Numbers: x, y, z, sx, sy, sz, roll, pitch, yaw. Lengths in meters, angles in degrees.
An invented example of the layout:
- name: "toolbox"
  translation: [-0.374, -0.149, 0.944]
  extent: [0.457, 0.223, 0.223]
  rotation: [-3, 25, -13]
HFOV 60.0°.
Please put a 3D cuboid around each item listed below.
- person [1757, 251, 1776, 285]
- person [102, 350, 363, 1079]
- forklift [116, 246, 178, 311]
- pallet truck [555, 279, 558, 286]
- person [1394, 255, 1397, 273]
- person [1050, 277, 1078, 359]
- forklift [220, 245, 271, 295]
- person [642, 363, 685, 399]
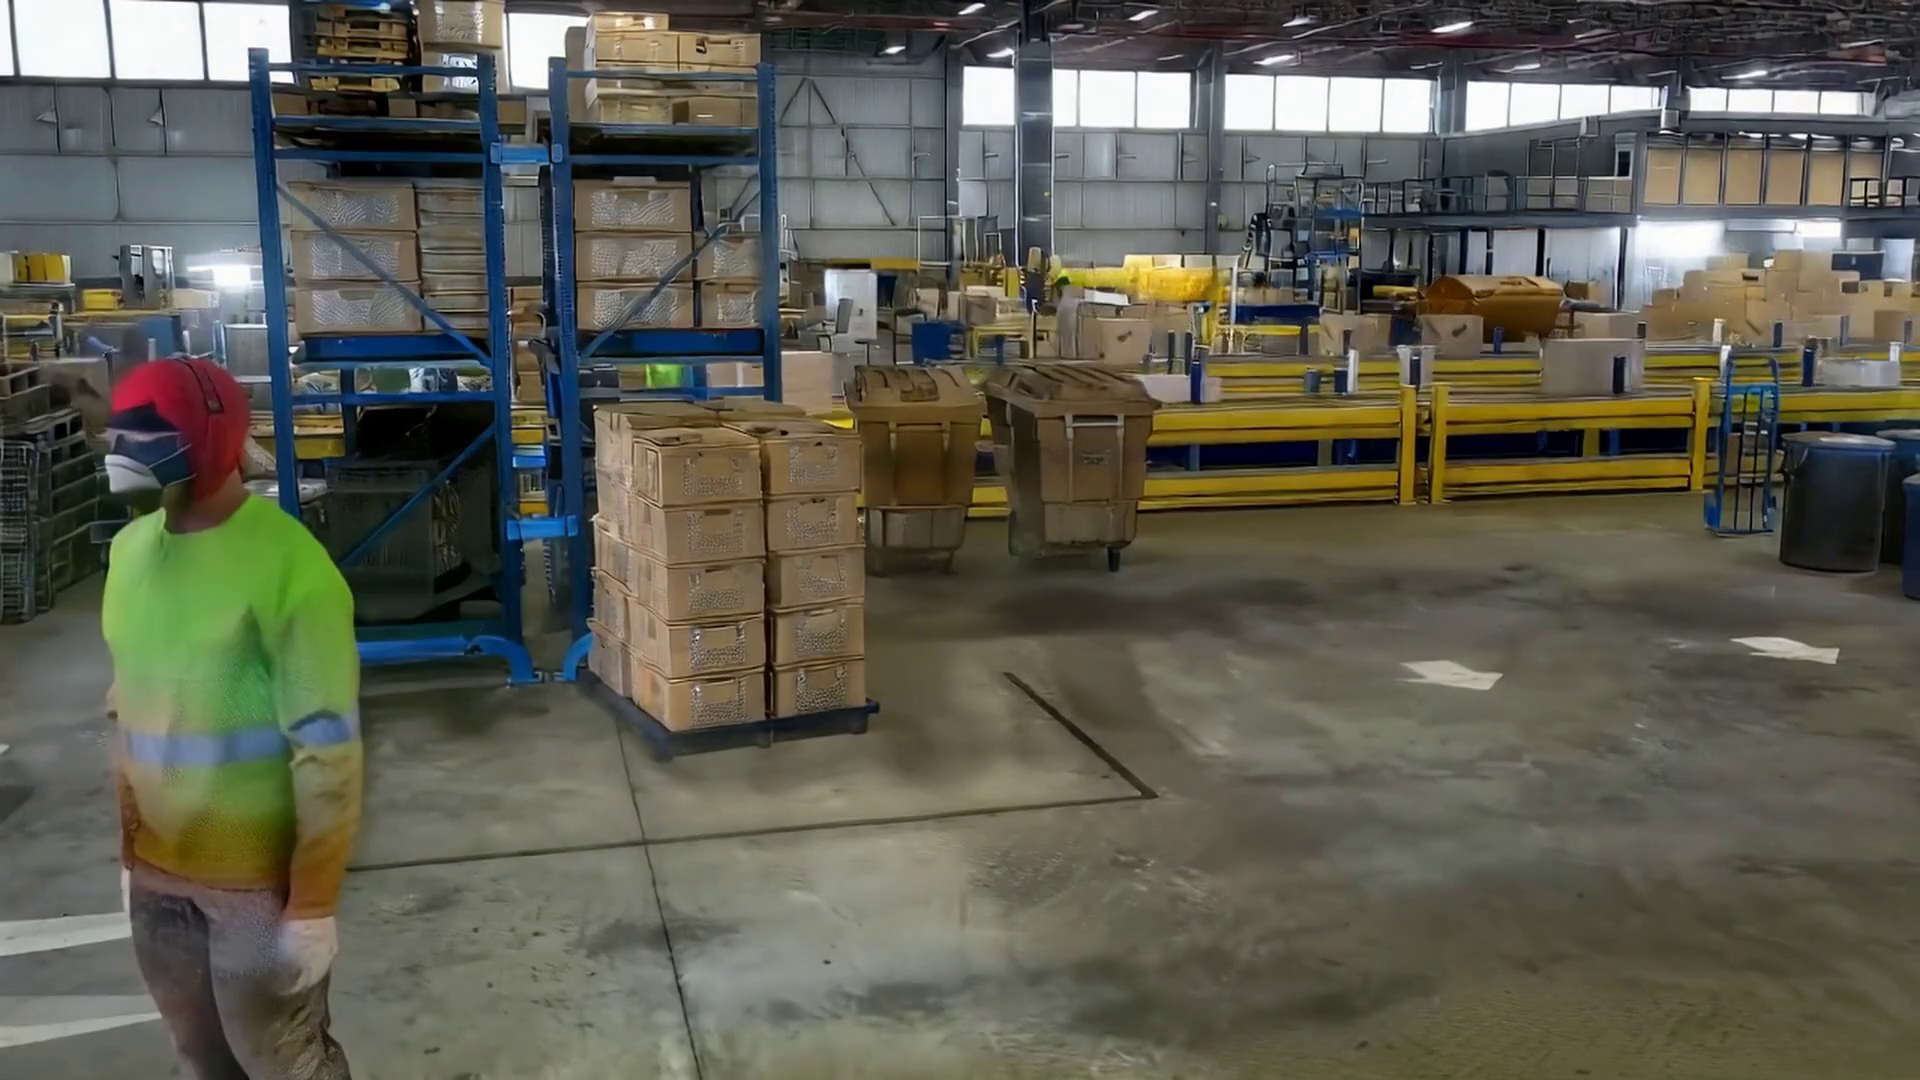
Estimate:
- name: "person"
  translation: [15.946, -4.684, 32.889]
  extent: [0.609, 2.029, 0.432]
  rotation: [2, 10, 11]
- name: "person"
  translation: [-1.376, 0.617, 3.123]
  extent: [0.635, 1.939, 0.362]
  rotation: [6, 12, 32]
- name: "forklift"
  translation: [-19.966, -6.232, 40.894]
  extent: [1.157, 1.987, 2.680]
  rotation: [-3, 10, -15]
- name: "pallet truck"
  translation: [-10.604, -6.375, 44.520]
  extent: [0.653, 1.274, 1.630]
  rotation: [-3, 10, -15]
- name: "person"
  translation: [16.239, -9.811, 62.426]
  extent: [0.361, 1.859, 0.651]
  rotation: [2, 10, 13]
- name: "person"
  translation: [1.520, -2.820, 23.287]
  extent: [0.854, 1.699, 0.531]
  rotation: [-1, 10, -5]
- name: "forklift"
  translation: [-17.749, -6.334, 41.440]
  extent: [1.157, 1.987, 2.680]
  rotation: [-3, 10, -17]
- name: "person"
  translation: [-2.690, -1.426, 15.492]
  extent: [0.877, 1.659, 0.532]
  rotation: [-7, 12, -33]
